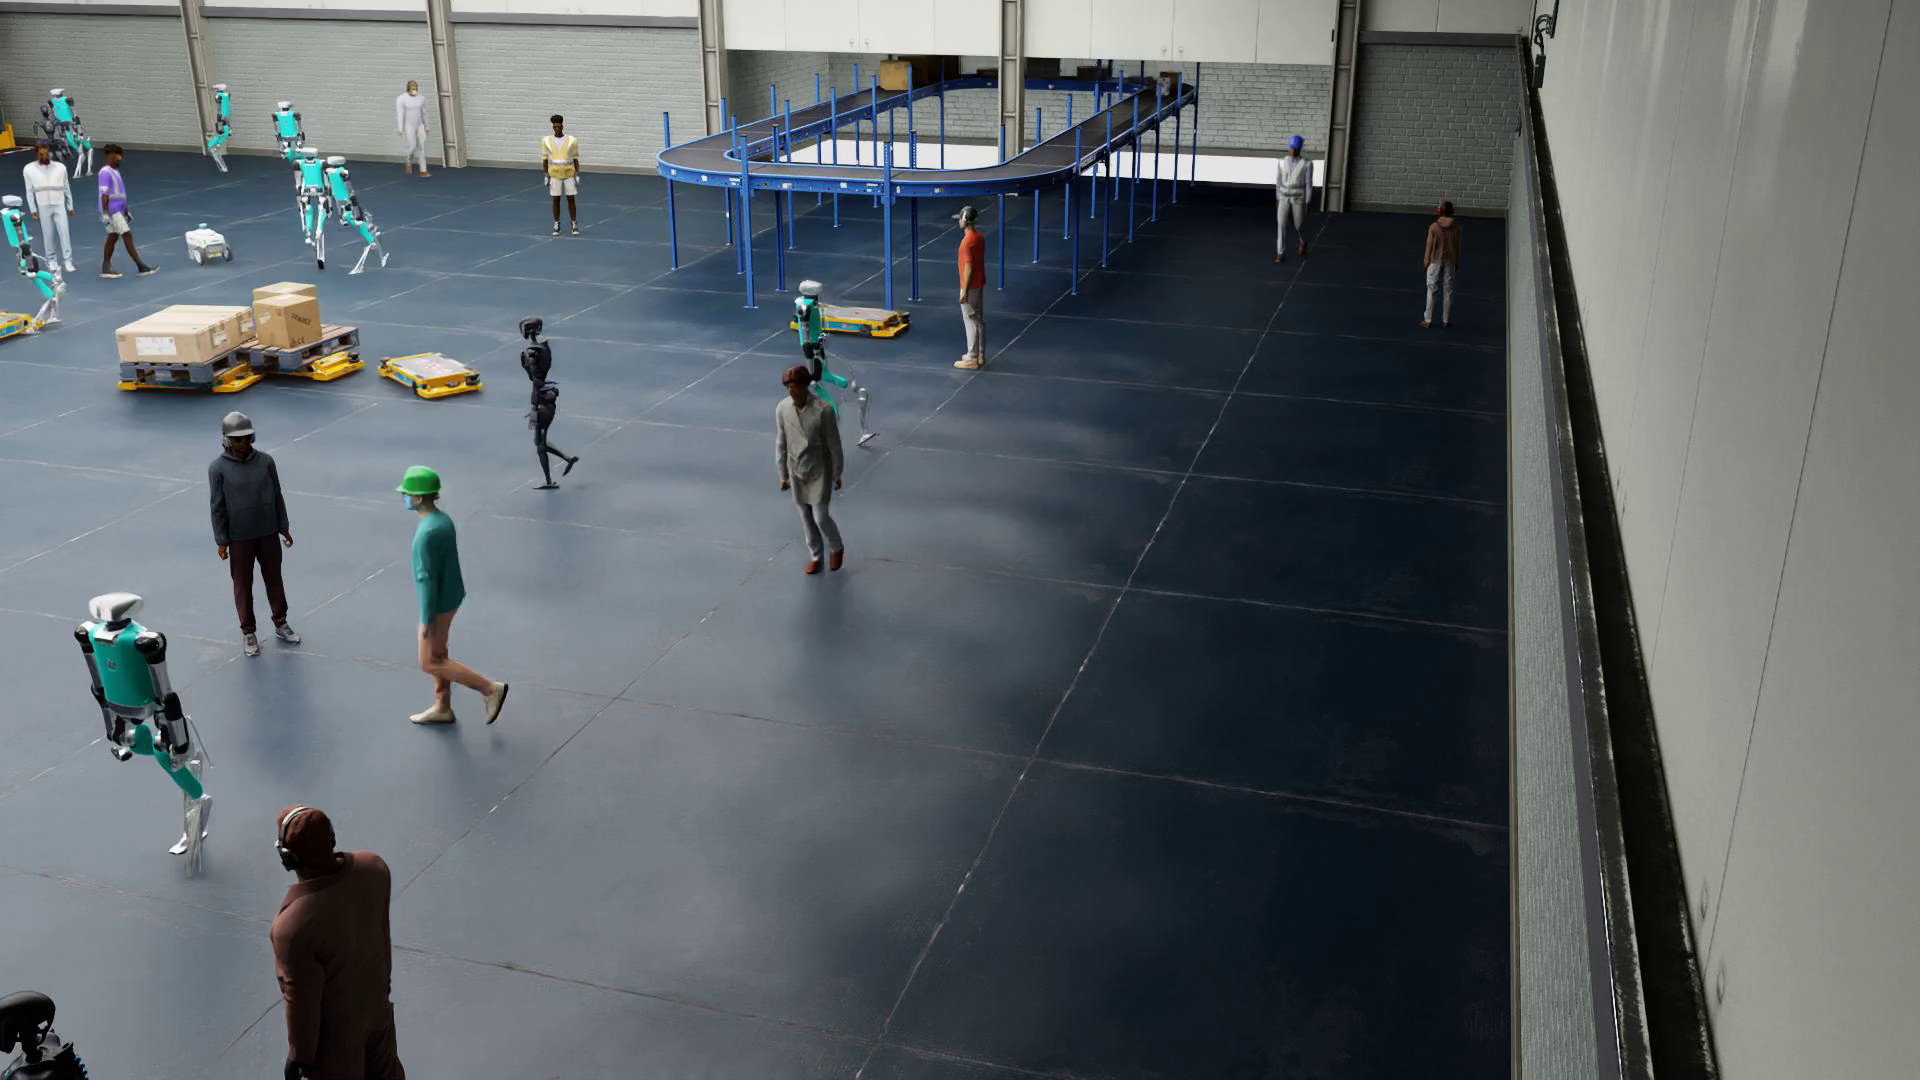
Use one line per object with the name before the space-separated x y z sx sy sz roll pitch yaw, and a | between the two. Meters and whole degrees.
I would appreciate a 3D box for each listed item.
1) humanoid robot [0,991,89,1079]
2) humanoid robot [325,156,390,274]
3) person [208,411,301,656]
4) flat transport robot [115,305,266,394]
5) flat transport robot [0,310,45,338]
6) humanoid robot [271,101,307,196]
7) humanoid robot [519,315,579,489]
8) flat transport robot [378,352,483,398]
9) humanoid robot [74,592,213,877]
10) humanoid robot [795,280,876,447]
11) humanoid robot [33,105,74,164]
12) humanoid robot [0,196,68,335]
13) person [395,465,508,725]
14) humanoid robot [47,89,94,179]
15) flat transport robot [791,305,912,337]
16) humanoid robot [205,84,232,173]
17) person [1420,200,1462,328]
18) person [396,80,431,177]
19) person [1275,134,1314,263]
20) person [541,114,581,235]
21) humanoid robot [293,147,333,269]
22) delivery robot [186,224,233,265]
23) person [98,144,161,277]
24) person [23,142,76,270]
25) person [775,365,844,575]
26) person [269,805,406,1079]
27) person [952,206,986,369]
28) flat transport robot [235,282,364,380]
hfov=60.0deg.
humanoid robot | -3.263 2.358 6.084 0.315 1.657 0.599 -8 22 -19
humanoid robot | -8.859 -4.878 24.811 0.545 1.767 0.973 17 27 36
person | -5.196 -0.067 12.200 0.539 1.816 0.369 -17 27 -38
flat transport robot | -8.793 -1.881 19.057 1.431 0.231 0.659 2 21 5
flat transport robot | -12.359 -2.637 21.018 0.659 0.231 1.431 4 21 10
humanoid robot | -12.424 -7.315 31.226 0.547 1.860 0.832 1 21 2
humanoid robot | -3.854 -1.282 15.552 0.454 1.647 0.612 -2 21 -6
flat transport robot | -6.098 -1.904 19.116 0.659 0.231 1.431 -17 27 -37
humanoid robot | -4.467 1.072 9.444 0.539 1.833 0.748 6 22 15
humanoid robot | -1.188 -1.710 16.622 1.000 1.778 0.530 2 21 4
humanoid robot | -17.083 -7.368 31.349 0.589 1.643 0.527 -14 25 -33
humanoid robot | -11.778 -3.532 21.316 0.806 1.793 0.537 -17 27 -38
person | -3.388 0.399 10.938 0.612 1.852 0.536 -2 21 -6
humanoid robot | -17.673 -8.132 33.272 0.552 1.807 0.795 2 21 6
flat transport robot | -1.404 -2.831 21.521 1.431 0.231 0.659 7 22 18
humanoid robot | -15.113 -8.327 33.799 0.699 1.833 0.538 0 21 0
person | 6.224 -3.555 21.472 0.458 1.651 0.334 0 21 1
person | -10.930 -8.217 33.220 0.560 1.912 0.690 17 27 37
person | 5.145 -5.266 25.540 0.606 1.925 0.842 12 24 29
person | -6.578 -6.034 27.471 0.609 1.965 0.364 -5 22 -13
humanoid robot | -9.739 -4.961 25.029 0.545 1.773 0.953 -4 21 -11
delivery robot | -11.593 -4.550 25.593 0.801 0.604 0.499 20 29 41
person | -12.316 -4.828 24.420 0.925 1.907 0.671 -6 22 -16
person | -13.558 -4.973 24.832 0.601 1.915 0.476 -15 25 -33
person | -1.219 -0.560 13.492 0.542 1.806 0.470 7 22 18
person | -2.577 1.944 6.870 0.408 1.902 0.635 6 22 15
person | 0.095 -2.980 19.626 0.414 1.911 0.476 8 23 20
flat transport robot | -7.846 -2.106 19.641 1.431 0.231 0.659 7 22 17
